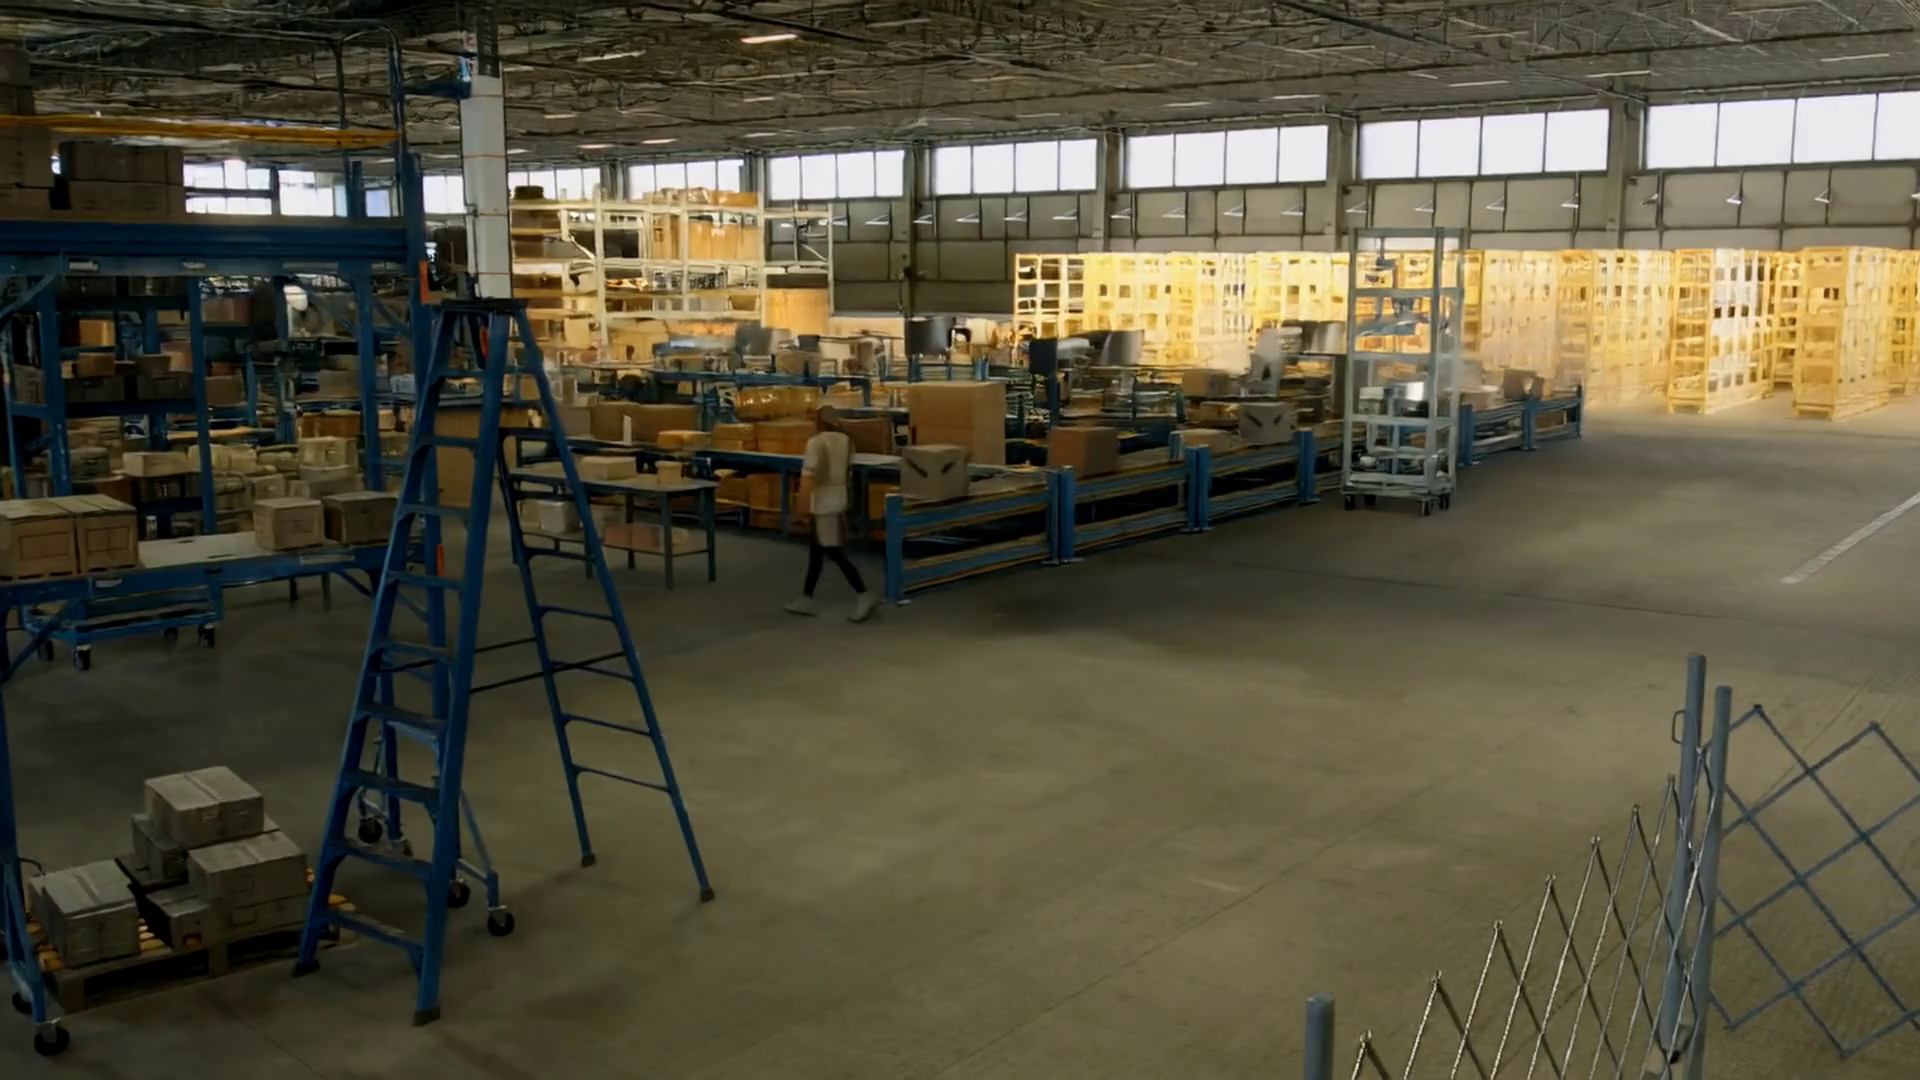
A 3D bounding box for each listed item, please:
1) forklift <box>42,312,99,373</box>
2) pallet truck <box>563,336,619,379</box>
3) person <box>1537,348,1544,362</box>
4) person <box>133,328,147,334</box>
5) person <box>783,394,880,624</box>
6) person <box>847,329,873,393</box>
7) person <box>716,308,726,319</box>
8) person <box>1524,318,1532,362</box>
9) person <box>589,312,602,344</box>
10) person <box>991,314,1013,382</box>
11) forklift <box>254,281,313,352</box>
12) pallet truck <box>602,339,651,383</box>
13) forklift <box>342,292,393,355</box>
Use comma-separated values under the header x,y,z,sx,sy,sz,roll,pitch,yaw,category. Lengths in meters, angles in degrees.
x,y,z,sx,sy,sz,roll,pitch,yaw,category
-23.779,-5.451,44.052,1.873,2.768,1.129,7,11,36,forklift
-10.690,-5.294,48.215,1.601,1.201,0.680,-5,10,-26,pallet truck
16.141,-5.324,46.605,0.574,1.805,0.604,1,9,6,person
-27.208,-6.717,55.333,0.599,1.798,0.882,6,11,34,person
-1.106,-0.273,14.570,1.033,1.984,0.688,5,10,27,person
-2.299,-4.058,38.867,0.573,1.747,0.528,4,10,23,person
-8.887,-7.782,62.088,0.537,1.753,0.530,7,12,38,person
15.783,-5.245,46.125,0.419,1.794,0.619,0,9,2,person
-12.575,-7.008,57.447,0.535,1.700,0.318,4,10,25,person
1.164,-5.355,46.500,0.627,1.904,0.508,-2,9,-13,person
-18.856,-5.695,45.574,1.129,2.768,1.873,7,11,37,forklift
-8.991,-4.871,45.351,0.653,1.274,1.630,7,11,37,pallet truck
-16.485,-5.622,45.120,1.129,2.768,1.873,7,11,37,forklift
